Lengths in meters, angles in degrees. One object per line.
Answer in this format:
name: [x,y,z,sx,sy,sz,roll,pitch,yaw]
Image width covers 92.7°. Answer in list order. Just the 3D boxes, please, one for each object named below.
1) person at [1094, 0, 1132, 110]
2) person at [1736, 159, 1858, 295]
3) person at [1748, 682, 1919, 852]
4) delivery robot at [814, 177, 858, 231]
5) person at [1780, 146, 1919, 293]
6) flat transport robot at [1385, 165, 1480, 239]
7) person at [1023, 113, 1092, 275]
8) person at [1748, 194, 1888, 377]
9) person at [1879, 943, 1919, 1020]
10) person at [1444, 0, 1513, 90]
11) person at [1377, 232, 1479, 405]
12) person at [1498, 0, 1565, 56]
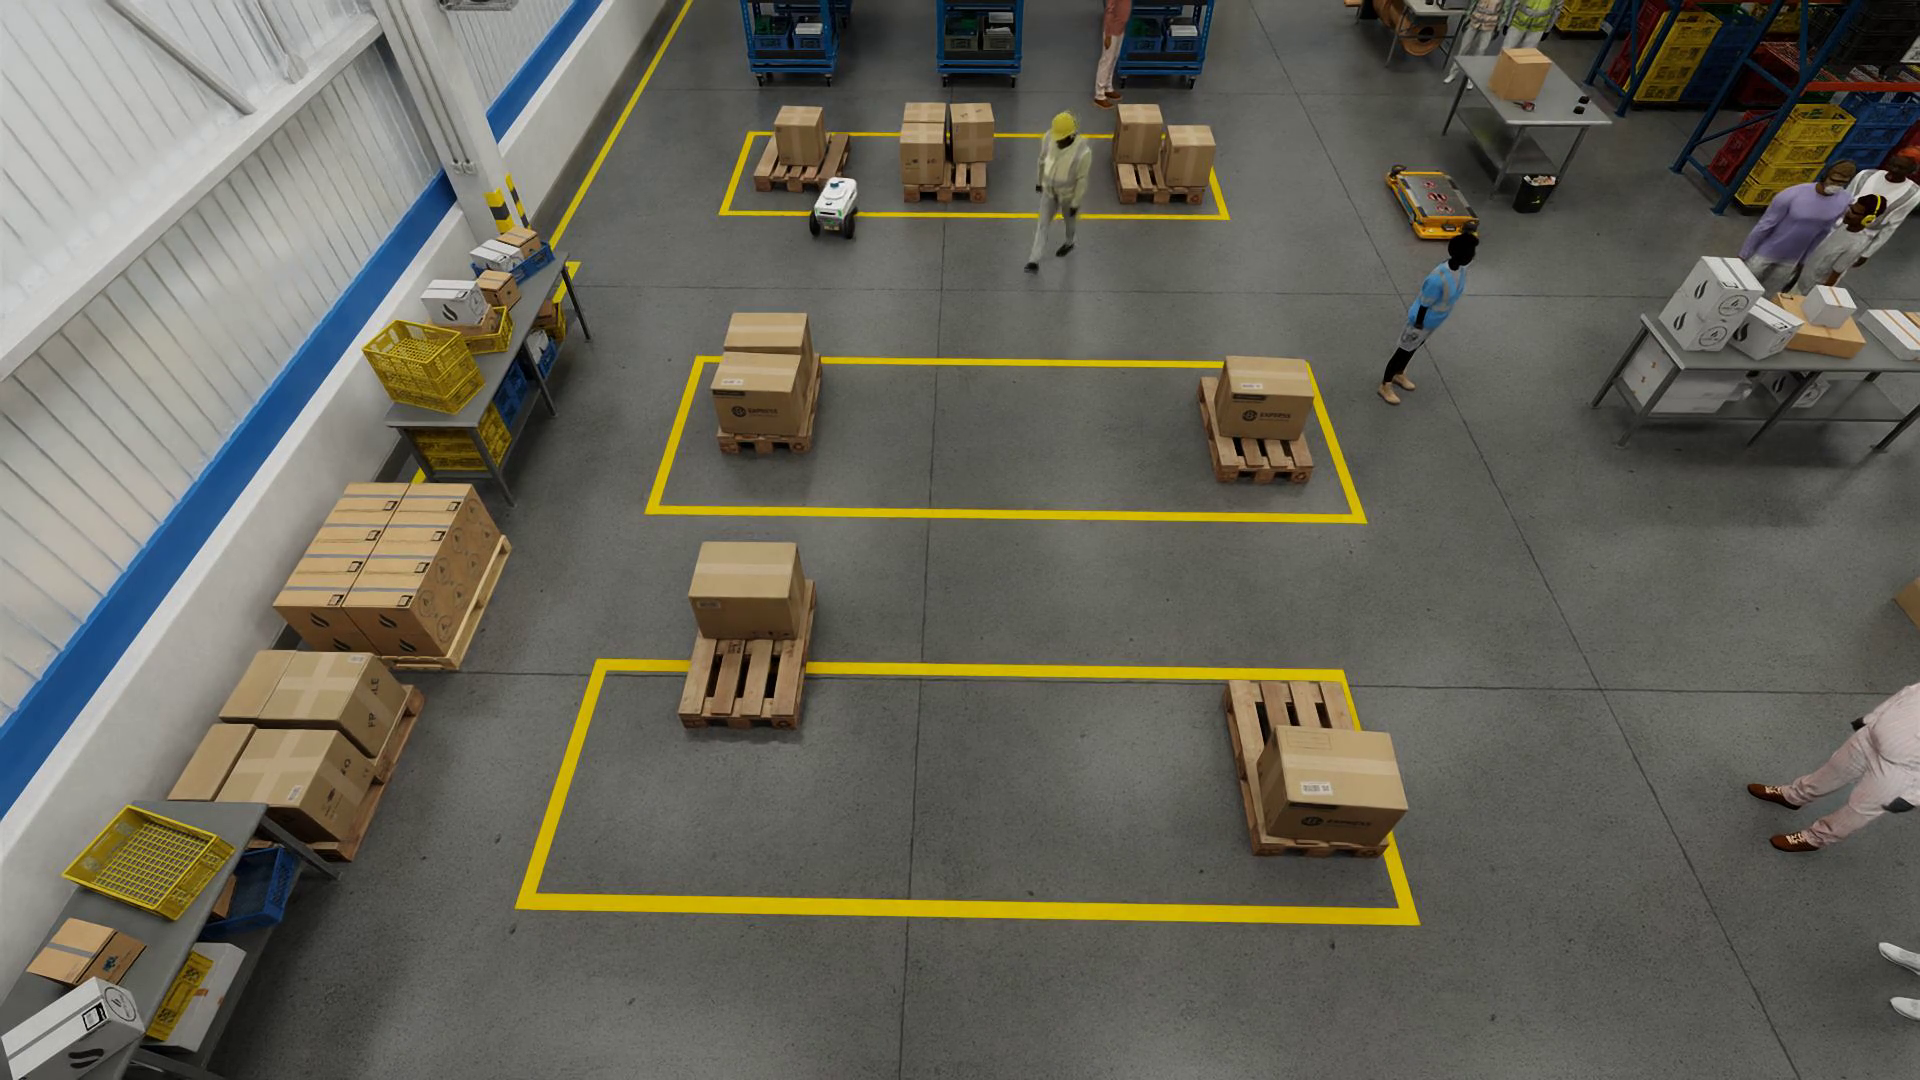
person: [2.118,-6.906,12.365,0.395,1.988,0.614,24,53,19]
person: [7.803,-2.729,8.783,0.635,1.936,0.352,7,50,6]
person: [5.454,1.262,5.354,0.406,1.902,0.639,9,50,7]
delivery robot: [-1.443,-3.967,10.702,0.477,0.478,0.707,9,50,7]
person: [8.713,-2.955,9.021,0.355,1.877,0.566,-23,53,-19]
flat transport robot: [5.692,-4.094,11.059,0.652,0.197,1.431,1,49,1]
person: [1.036,-3.703,9.746,0.649,1.750,0.957,25,54,20]
person: [7.815,-2.321,8.485,0.338,1.863,0.514,17,51,14]
person: [5.646,2.033,4.673,0.382,1.918,0.597,19,52,16]
person: [7.342,-7.215,12.872,0.528,1.628,0.322,33,57,25]
person: [4.245,-2.012,8.318,0.532,1.697,0.322,-33,57,-26]
person: [7.839,-7.097,12.636,0.629,1.837,0.430,20,52,16]
